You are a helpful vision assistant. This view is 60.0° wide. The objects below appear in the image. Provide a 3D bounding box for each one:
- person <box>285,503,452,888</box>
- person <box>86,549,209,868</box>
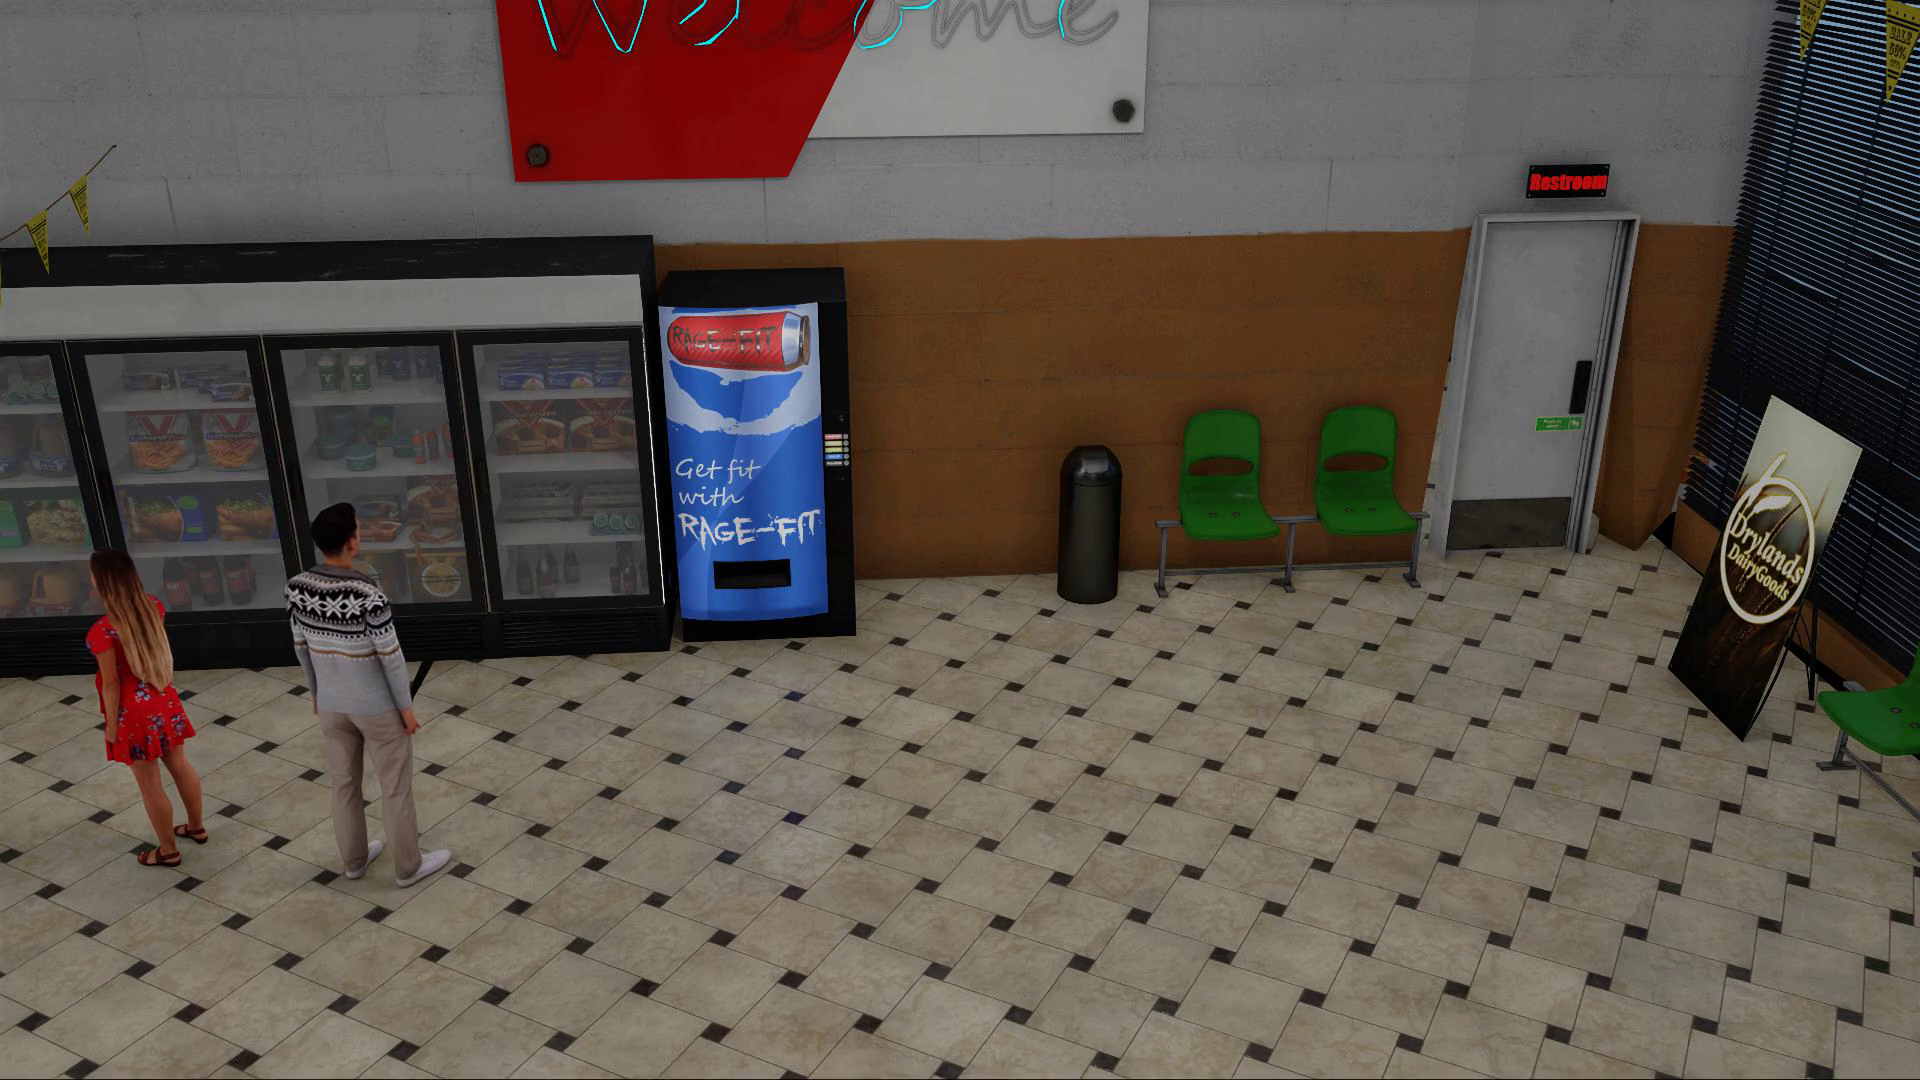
[{"bbox_3d":[-2.703,0.715,7.474,0.753,1.861,0.701,6,24,14],"label":"person"},{"bbox_3d":[-3.765,0.773,7.676,0.707,1.593,0.600,8,25,17],"label":"person"}]
